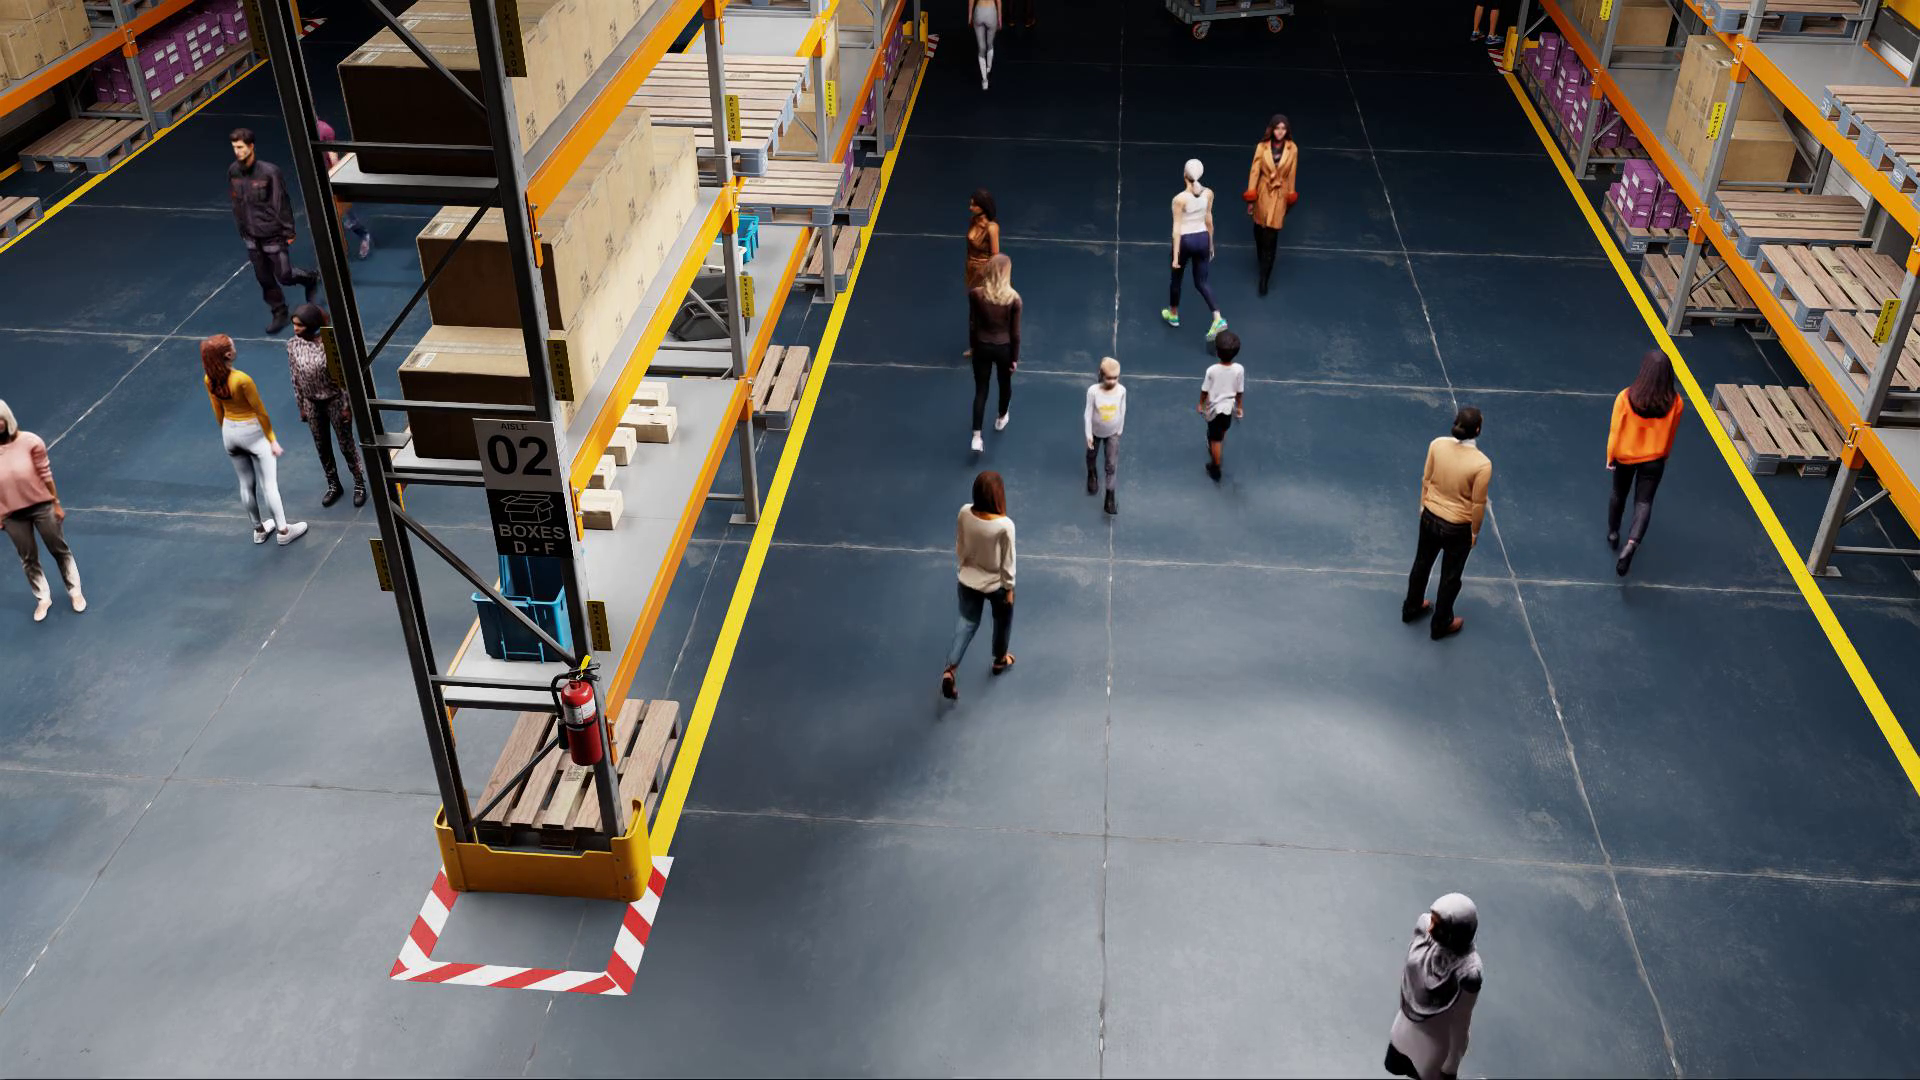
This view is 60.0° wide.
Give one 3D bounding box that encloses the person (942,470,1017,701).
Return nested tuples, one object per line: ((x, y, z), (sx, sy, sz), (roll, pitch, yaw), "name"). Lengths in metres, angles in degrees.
((0.117, 0.317, 10.885), (0.914, 1.657, 1.097), (20, 39, 27), "person")

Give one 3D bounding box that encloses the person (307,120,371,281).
((-6.283, -3.570, 16.585), (0.753, 1.819, 1.161), (6, 34, 9), "person")

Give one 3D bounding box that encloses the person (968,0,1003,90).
((0.318, -6.625, 21.331), (0.648, 1.655, 1.097), (0, 34, -1), "person")

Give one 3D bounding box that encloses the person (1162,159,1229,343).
((2.182, -2.622, 15.297), (0.997, 1.667, 1.226), (-16, 37, -22), "person")

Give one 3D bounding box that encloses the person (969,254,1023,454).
((0.246, -1.494, 13.599), (0.660, 1.668, 1.067), (5, 34, 7), "person")

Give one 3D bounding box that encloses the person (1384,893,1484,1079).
((2.298, 2.277, 7.838), (0.862, 1.765, 0.820), (-12, 35, -17), "person")

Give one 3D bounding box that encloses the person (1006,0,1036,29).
((0.867, -8.203, 23.577), (0.699, 1.796, 0.635), (7, 34, 11), "person")

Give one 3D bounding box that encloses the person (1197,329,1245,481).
((2.107, -1.059, 13.333), (0.647, 1.238, 0.843), (-7, 34, -10), "person")

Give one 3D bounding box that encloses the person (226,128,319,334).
((-6.435, -2.923, 15.514), (0.799, 1.928, 1.003), (8, 34, 12), "person")

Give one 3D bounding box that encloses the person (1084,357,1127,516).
((1.105, -0.878, 13.057), (0.572, 1.242, 0.938), (-2, 34, -3), "person")

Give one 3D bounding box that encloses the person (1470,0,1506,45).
((7.394, -7.834, 22.958), (0.756, 1.866, 0.694), (-25, 41, -32), "person")

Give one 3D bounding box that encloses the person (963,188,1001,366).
((0.206, -2.353, 14.876), (0.704, 1.684, 0.624), (-20, 39, -27), "person")

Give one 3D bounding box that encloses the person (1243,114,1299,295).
((3.041, -3.351, 16.382), (0.751, 1.680, 1.183), (6, 34, 8), "person")

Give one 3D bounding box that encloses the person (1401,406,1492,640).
((3.362, -0.130, 11.472), (0.792, 1.751, 0.739), (-27, 42, -34), "person")

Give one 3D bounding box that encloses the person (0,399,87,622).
((-6.532, -0.239, 11.659), (0.678, 1.724, 0.667), (-12, 35, -17), "person")

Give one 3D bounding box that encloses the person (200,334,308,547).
((-5.316, -0.744, 12.395), (0.625, 1.751, 0.611), (9, 35, 13), "person")

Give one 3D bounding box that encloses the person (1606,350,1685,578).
((4.945, -0.539, 12.114), (0.791, 1.721, 1.116), (11, 35, 16), "person")

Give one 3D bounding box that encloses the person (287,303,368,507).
((-4.905, -1.049, 12.887), (0.570, 1.714, 0.520), (2, 34, 3), "person")
